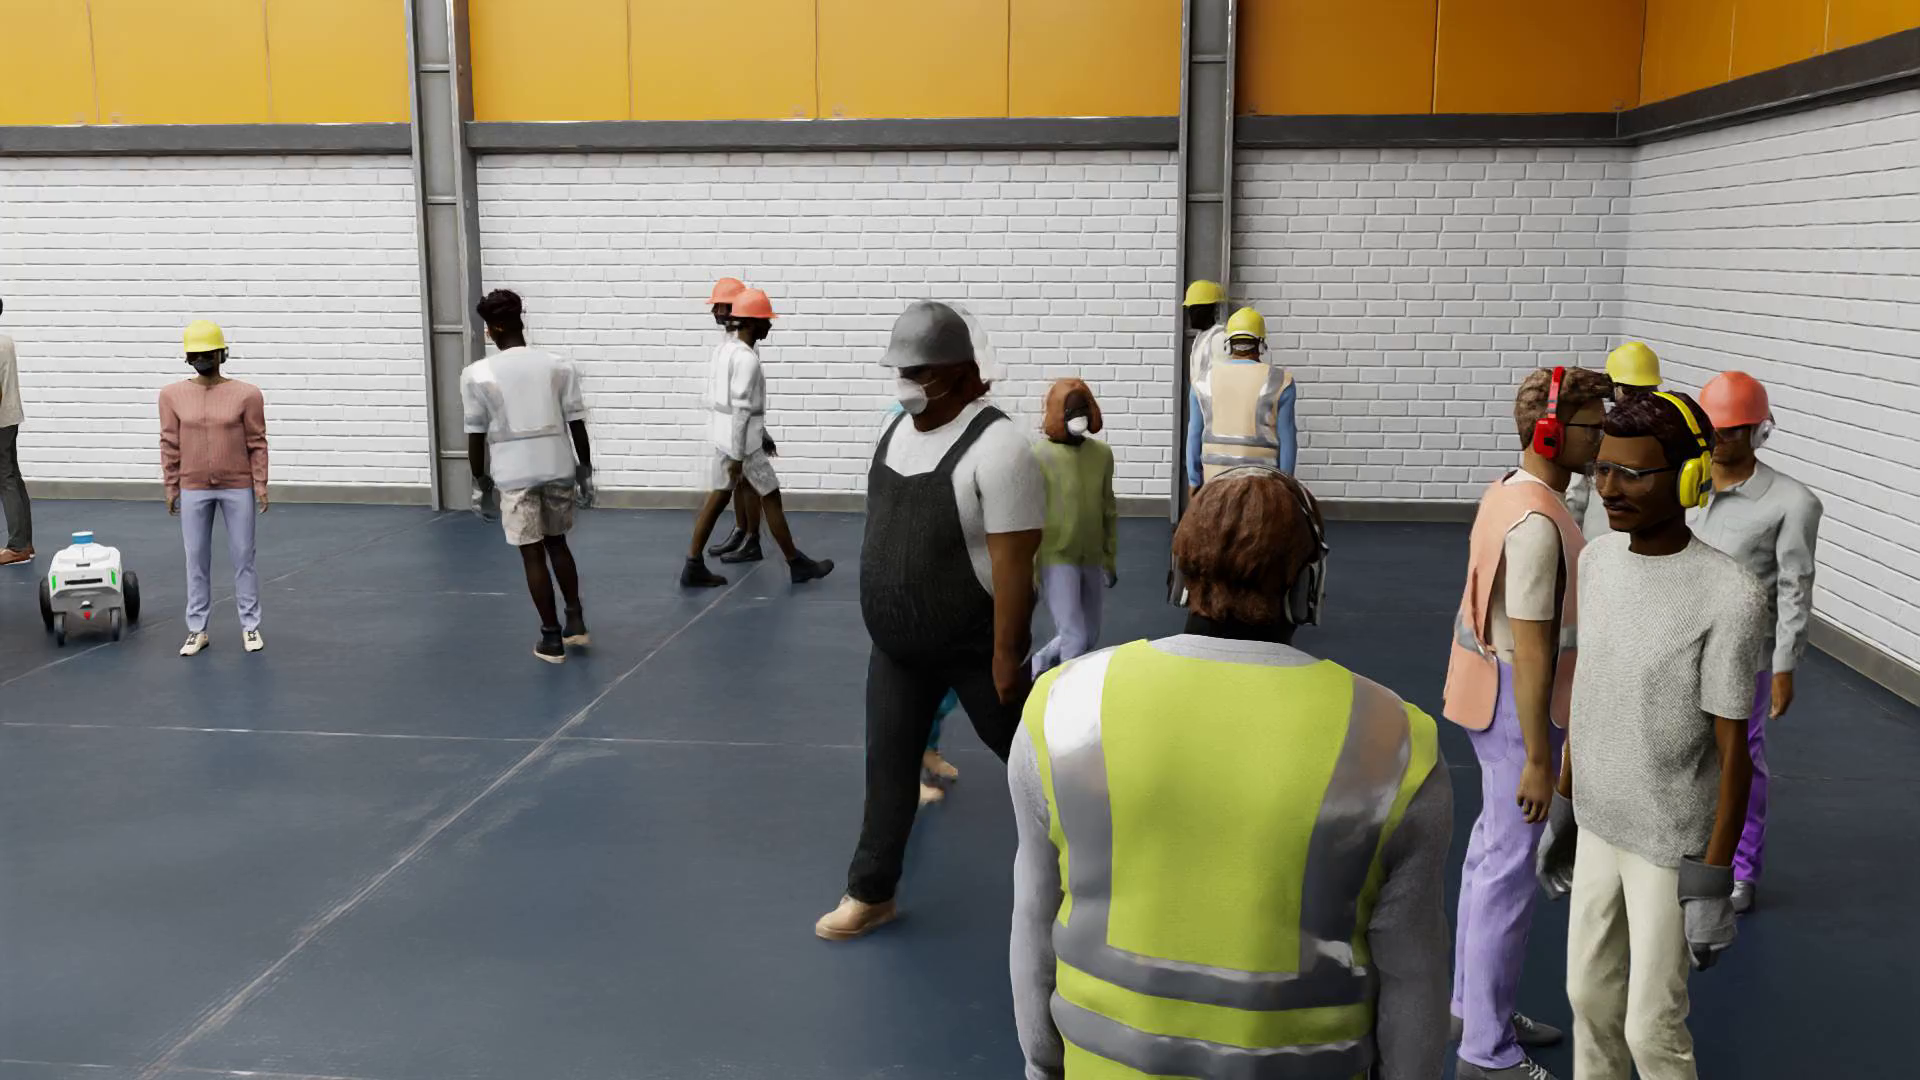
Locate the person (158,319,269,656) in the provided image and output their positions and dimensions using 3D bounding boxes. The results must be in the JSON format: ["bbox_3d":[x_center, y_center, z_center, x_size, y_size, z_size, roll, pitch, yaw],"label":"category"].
[{"bbox_3d":[-3.911,-0.272,8.755,0.526,1.768,0.330,-3,10,-15],"label":"person"}]

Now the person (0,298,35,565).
[{"bbox_3d":[-6.524,-0.761,11.253,0.328,1.873,0.520,-3,10,-17],"label":"person"}]

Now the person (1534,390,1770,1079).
[{"bbox_3d":[1.373,0.621,3.392,0.326,1.860,0.515,-3,10,-17],"label":"person"}]

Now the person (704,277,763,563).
[{"bbox_3d":[-1.543,-0.813,11.360,0.362,1.939,0.542,-4,11,-22],"label":"person"}]

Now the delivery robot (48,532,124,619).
[{"bbox_3d":[-4.862,0.199,9.255,0.477,0.478,0.707,-5,11,-25],"label":"delivery robot"}]

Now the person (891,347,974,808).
[{"bbox_3d":[-0.131,0.118,6.343,0.438,1.823,0.575,3,11,19],"label":"person"}]

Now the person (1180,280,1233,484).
[{"bbox_3d":[1.894,-0.941,12.174,0.599,1.911,0.606,-1,10,-7],"label":"person"}]

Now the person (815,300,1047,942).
[{"bbox_3d":[0.030,0.196,5.290,1.045,2.000,0.692,-9,14,-43],"label":"person"}]

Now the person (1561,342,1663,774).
[{"bbox_3d":[2.631,0.096,6.652,0.522,1.769,0.311,-2,10,-11],"label":"person"}]

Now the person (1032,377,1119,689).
[{"bbox_3d":[0.445,0.097,7.114,0.509,1.605,0.734,-8,13,-38],"label":"person"}]

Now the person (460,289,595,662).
[{"bbox_3d":[-2.241,-0.325,8.620,0.616,1.923,0.524,-6,11,-30],"label":"person"}]

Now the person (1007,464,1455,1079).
[{"bbox_3d":[0.384,0.802,2.442,0.636,1.830,0.429,3,10,16],"label":"person"}]

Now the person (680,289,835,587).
[{"bbox_3d":[-1.327,-0.630,10.474,0.988,1.882,0.553,-4,11,-24],"label":"person"}]

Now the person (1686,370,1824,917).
[{"bbox_3d":[2.440,0.324,5.381,0.331,1.750,0.561,-8,13,-37],"label":"person"}]

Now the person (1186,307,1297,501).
[{"bbox_3d":[1.526,-0.345,9.035,0.610,1.823,0.407,5,11,28],"label":"person"}]

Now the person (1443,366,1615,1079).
[{"bbox_3d":[1.444,0.487,4.238,0.419,1.843,0.584,2,10,14],"label":"person"}]
